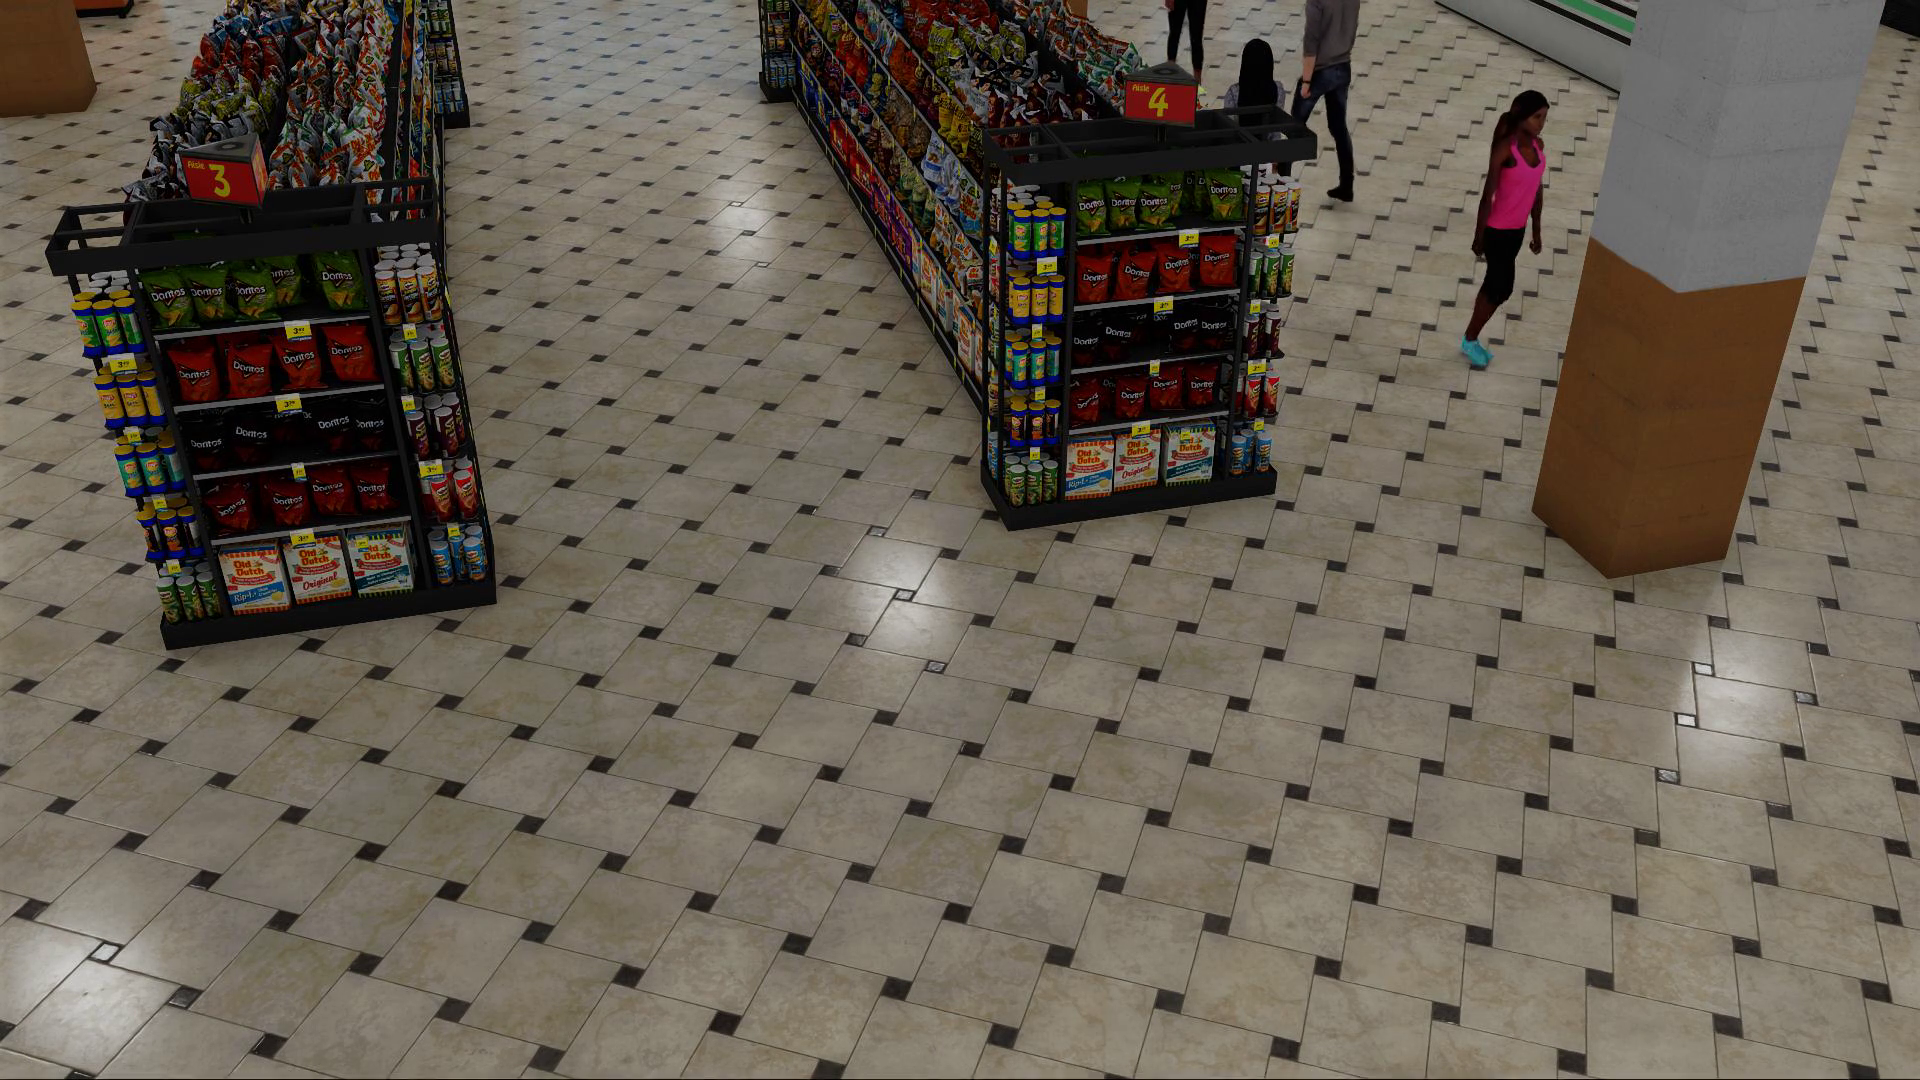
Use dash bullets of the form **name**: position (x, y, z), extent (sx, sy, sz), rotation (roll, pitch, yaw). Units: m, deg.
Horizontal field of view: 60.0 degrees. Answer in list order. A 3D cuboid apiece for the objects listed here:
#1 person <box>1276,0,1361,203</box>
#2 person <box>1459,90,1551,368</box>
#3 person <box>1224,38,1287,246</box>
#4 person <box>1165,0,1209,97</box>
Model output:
- **person**: position (2.800, -3.429, 12.443), extent (0.847, 1.852, 1.285), rotation (-13, 34, -20)
- **person**: position (3.248, -1.912, 10.139), extent (0.634, 1.710, 0.683), rotation (-19, 36, -27)
- **person**: position (1.894, -2.459, 11.005), extent (0.595, 1.725, 0.507), rotation (-7, 33, -12)
- **person**: position (2.011, -4.903, 14.939), extent (0.678, 1.717, 1.042), rotation (-4, 32, -6)
